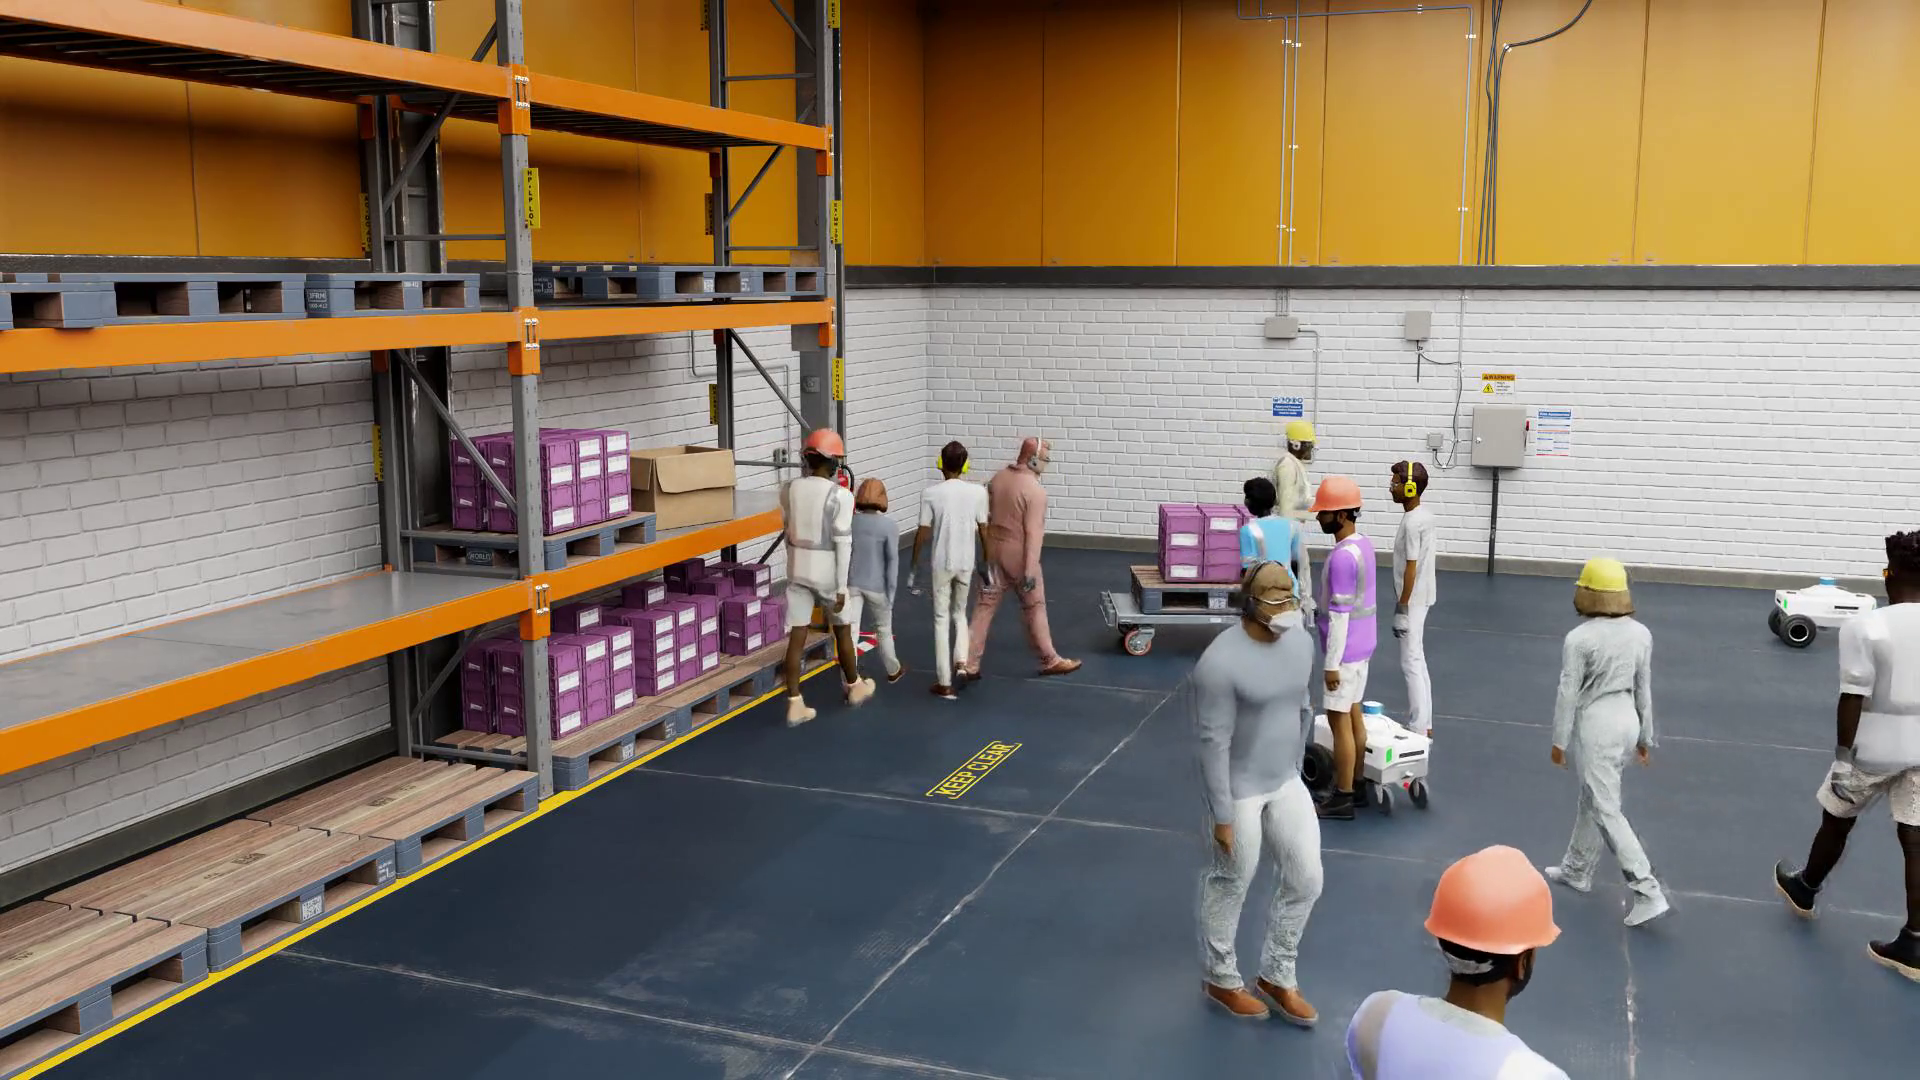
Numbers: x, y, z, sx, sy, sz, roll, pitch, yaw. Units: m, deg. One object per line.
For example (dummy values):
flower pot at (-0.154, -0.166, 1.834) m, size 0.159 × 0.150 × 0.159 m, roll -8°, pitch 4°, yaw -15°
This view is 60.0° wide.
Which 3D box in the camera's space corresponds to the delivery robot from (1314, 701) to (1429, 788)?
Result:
delivery robot at (2.383, 1.182, 9.651) m, size 0.477 × 0.478 × 0.707 m, roll -4°, pitch 10°, yaw -26°

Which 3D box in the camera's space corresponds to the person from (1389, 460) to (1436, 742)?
person at (2.892, 0.417, 10.661) m, size 0.332 × 1.863 × 0.511 m, roll 4°, pitch 10°, yaw 21°

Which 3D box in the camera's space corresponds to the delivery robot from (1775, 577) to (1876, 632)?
delivery robot at (7.096, 0.547, 13.641) m, size 0.707 × 0.478 × 0.477 m, roll 2°, pitch 9°, yaw 15°

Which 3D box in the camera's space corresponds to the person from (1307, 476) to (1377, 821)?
person at (2.117, 0.603, 9.292) m, size 0.392 × 1.929 × 0.550 m, roll 4°, pitch 10°, yaw 25°

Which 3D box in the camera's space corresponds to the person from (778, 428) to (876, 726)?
person at (-0.918, 0.230, 11.436) m, size 0.615 × 1.992 × 1.003 m, roll 4°, pitch 10°, yaw 25°

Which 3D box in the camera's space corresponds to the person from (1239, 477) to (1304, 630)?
person at (2.138, 0.381, 11.547) m, size 0.635 × 1.634 × 0.887 m, roll -6°, pitch 11°, yaw -31°

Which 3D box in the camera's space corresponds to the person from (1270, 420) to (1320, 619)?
person at (2.807, -0.157, 14.539) m, size 0.857 × 1.788 × 0.620 m, roll 3°, pitch 9°, yaw 16°

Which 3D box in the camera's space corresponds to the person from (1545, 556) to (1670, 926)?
person at (3.108, 0.939, 7.898) m, size 0.496 × 1.711 × 0.863 m, roll -3°, pitch 10°, yaw -20°

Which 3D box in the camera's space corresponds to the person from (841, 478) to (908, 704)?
person at (-0.655, 0.342, 11.974) m, size 0.525 × 1.577 × 0.891 m, roll 3°, pitch 9°, yaw 17°

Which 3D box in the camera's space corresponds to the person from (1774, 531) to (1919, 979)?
person at (4.111, 0.900, 7.470) m, size 0.623 × 1.907 × 0.988 m, roll 0°, pitch 9°, yaw -3°

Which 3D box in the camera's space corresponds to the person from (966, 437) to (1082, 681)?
person at (0.433, 0.157, 12.389) m, size 0.946 × 1.845 × 0.657 m, roll -7°, pitch 12°, yaw -38°

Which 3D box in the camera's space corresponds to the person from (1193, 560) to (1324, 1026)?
person at (1.216, 1.028, 6.632) m, size 0.660 × 1.917 × 0.633 m, roll -6°, pitch 11°, yaw -34°

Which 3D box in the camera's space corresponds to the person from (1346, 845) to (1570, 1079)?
person at (0.997, 1.558, 3.460) m, size 1.033 × 1.882 × 0.563 m, roll -7°, pitch 12°, yaw -39°

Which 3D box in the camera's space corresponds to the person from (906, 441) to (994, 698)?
person at (-0.085, 0.215, 11.969) m, size 0.654 × 1.847 × 0.417 m, roll -3°, pitch 9°, yaw -18°
